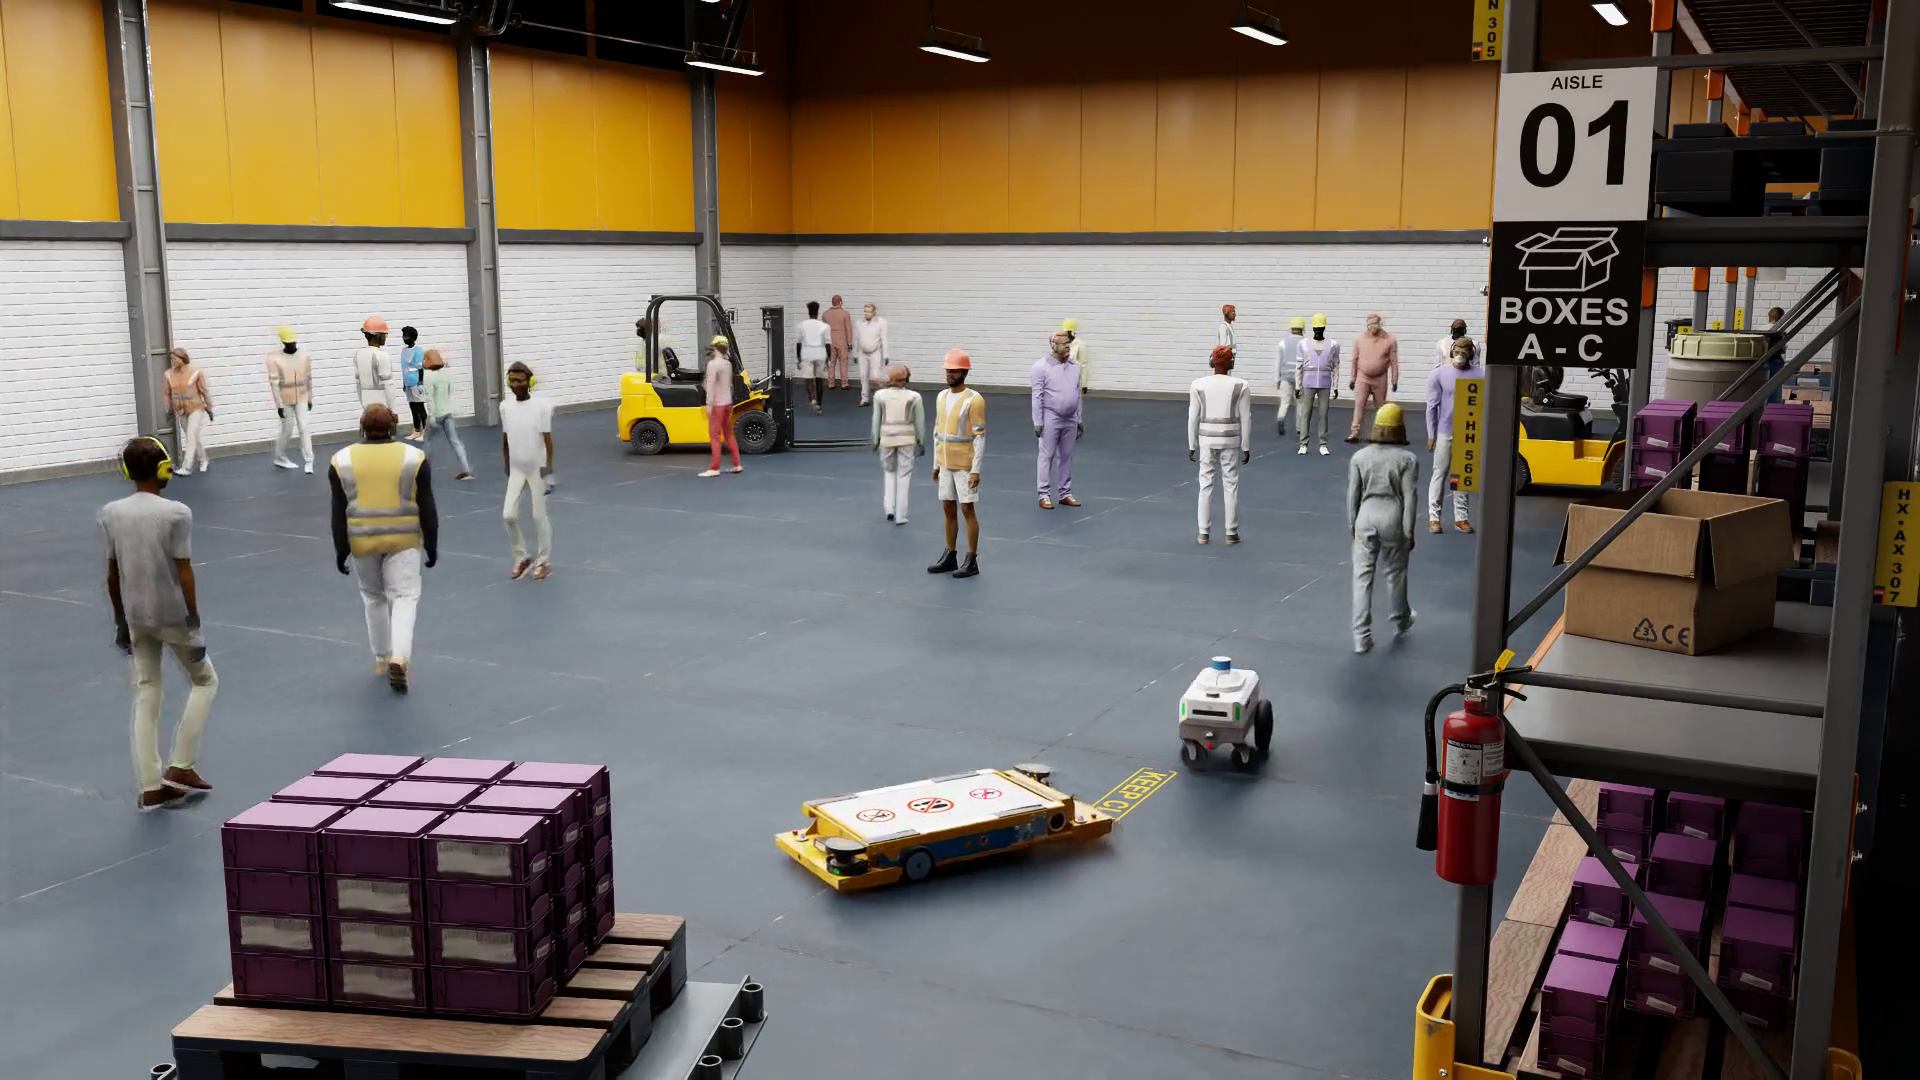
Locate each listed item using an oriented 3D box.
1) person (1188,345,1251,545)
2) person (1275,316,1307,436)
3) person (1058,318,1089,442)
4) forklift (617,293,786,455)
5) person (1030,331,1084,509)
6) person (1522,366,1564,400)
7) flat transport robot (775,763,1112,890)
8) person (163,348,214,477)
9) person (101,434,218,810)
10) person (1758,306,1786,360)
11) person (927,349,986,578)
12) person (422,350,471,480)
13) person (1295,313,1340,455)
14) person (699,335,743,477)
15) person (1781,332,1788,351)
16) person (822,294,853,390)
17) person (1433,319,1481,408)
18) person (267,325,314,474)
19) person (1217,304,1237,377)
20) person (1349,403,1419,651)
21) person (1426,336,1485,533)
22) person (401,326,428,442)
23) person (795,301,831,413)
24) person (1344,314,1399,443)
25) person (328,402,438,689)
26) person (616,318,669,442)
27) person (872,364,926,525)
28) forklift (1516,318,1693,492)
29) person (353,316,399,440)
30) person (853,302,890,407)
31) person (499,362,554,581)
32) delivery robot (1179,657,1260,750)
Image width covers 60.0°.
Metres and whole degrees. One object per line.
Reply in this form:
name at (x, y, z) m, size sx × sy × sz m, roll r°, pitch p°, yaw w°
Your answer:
person at (2.449, -0.892, 15.698) m, size 0.586 × 1.880 × 0.340 m, roll 3°, pitch 10°, yaw 15°
person at (4.972, -2.421, 24.781) m, size 0.604 × 1.813 × 0.702 m, roll 5°, pitch 11°, yaw 28°
person at (1.522, -2.282, 23.968) m, size 0.639 × 1.806 × 0.599 m, roll -7°, pitch 12°, yaw -35°
forklift at (-3.588, -2.317, 23.042) m, size 2.313 × 2.155 × 1.214 m, roll -1°, pitch 10°, yaw -5°
person at (1.070, -1.293, 17.936) m, size 0.649 × 1.913 × 0.409 m, roll -6°, pitch 12°, yaw -33°
person at (7.893, -2.116, 22.327) m, size 0.959 × 2.000 × 0.687 m, roll 0°, pitch 10°, yaw 3°
flat transport robot at (-0.069, 1.298, 7.677) m, size 1.431 × 0.197 × 0.652 m, roll -6°, pitch 11°, yaw -30°
person at (-9.547, -1.590, 20.614) m, size 0.539 × 1.584 × 0.931 m, roll 1°, pitch 10°, yaw 5°
person at (-3.975, 0.405, 8.274) m, size 0.551 × 1.850 × 0.508 m, roll 2°, pitch 10°, yaw 10°
person at (12.284, -2.568, 25.243) m, size 0.351 × 1.936 × 0.634 m, roll -2°, pitch 10°, yaw -9°
person at (-0.033, -0.654, 14.141) m, size 0.552 × 1.942 × 0.342 m, roll 10°, pitch 14°, yaw 44°
person at (-6.310, -1.506, 20.120) m, size 0.872 × 1.584 × 0.518 m, roll 4°, pitch 10°, yaw 20°
person at (4.864, -2.116, 22.654) m, size 0.594 × 1.925 × 0.369 m, roll 1°, pitch 10°, yaw 8°
person at (-2.924, -1.644, 20.498) m, size 0.423 × 1.727 × 0.616 m, roll 3°, pitch 10°, yaw 19°
person at (9.640, -1.588, 19.916) m, size 0.780 × 1.820 × 0.573 m, roll 2°, pitch 10°, yaw 9°
person at (-2.445, -3.977, 33.474) m, size 0.642 × 1.913 × 0.409 m, roll 4°, pitch 11°, yaw 22°
person at (6.902, -2.157, 23.159) m, size 0.624 × 1.837 × 0.430 m, roll 4°, pitch 10°, yaw 21°
person at (-8.403, -1.774, 20.872) m, size 0.596 × 1.872 × 0.823 m, roll -9°, pitch 13°, yaw -41°
person at (4.492, -3.014, 27.978) m, size 0.346 × 1.882 × 0.584 m, roll 3°, pitch 10°, yaw 17°
person at (2.984, -0.108, 11.661) m, size 0.508 × 1.693 × 0.873 m, roll 6°, pitch 11°, yaw 31°
person at (4.884, -1.028, 16.331) m, size 0.629 × 1.937 × 0.379 m, roll 0°, pitch 10°, yaw -1°
person at (-7.965, -2.273, 24.274) m, size 0.320 × 1.689 × 0.537 m, roll -9°, pitch 14°, yaw -44°
person at (-2.499, -3.115, 28.429) m, size 0.631 × 1.934 × 0.696 m, roll -2°, pitch 10°, yaw -13°
person at (6.002, -2.330, 24.103) m, size 0.689 × 1.866 × 0.663 m, roll 3°, pitch 10°, yaw 15°
person at (-3.657, 0.031, 10.580) m, size 0.635 × 1.816 × 0.865 m, roll -2°, pitch 10°, yaw -12°
person at (-4.585, -2.289, 23.991) m, size 0.867 × 1.805 × 0.630 m, roll -4°, pitch 11°, yaw -22°
person at (-0.608, -0.970, 16.875) m, size 0.550 × 1.621 × 0.476 m, roll 2°, pitch 10°, yaw 11°
forklift at (7.066, -1.601, 18.899) m, size 2.313 × 2.155 × 1.214 m, roll 5°, pitch 11°, yaw 27°
person at (-6.515, -1.485, 18.667) m, size 0.608 × 2.044 × 0.371 m, roll 7°, pitch 12°, yaw 35°
person at (-1.575, -3.303, 29.664) m, size 0.736 × 1.879 × 0.498 m, roll 4°, pitch 11°, yaw 23°
person at (-3.610, -0.561, 13.902) m, size 0.530 × 1.849 × 0.523 m, roll 2°, pitch 10°, yaw 10°
delivery robot at (1.413, 0.877, 9.021) m, size 0.477 × 0.478 × 0.707 m, roll 3°, pitch 10°, yaw 18°
